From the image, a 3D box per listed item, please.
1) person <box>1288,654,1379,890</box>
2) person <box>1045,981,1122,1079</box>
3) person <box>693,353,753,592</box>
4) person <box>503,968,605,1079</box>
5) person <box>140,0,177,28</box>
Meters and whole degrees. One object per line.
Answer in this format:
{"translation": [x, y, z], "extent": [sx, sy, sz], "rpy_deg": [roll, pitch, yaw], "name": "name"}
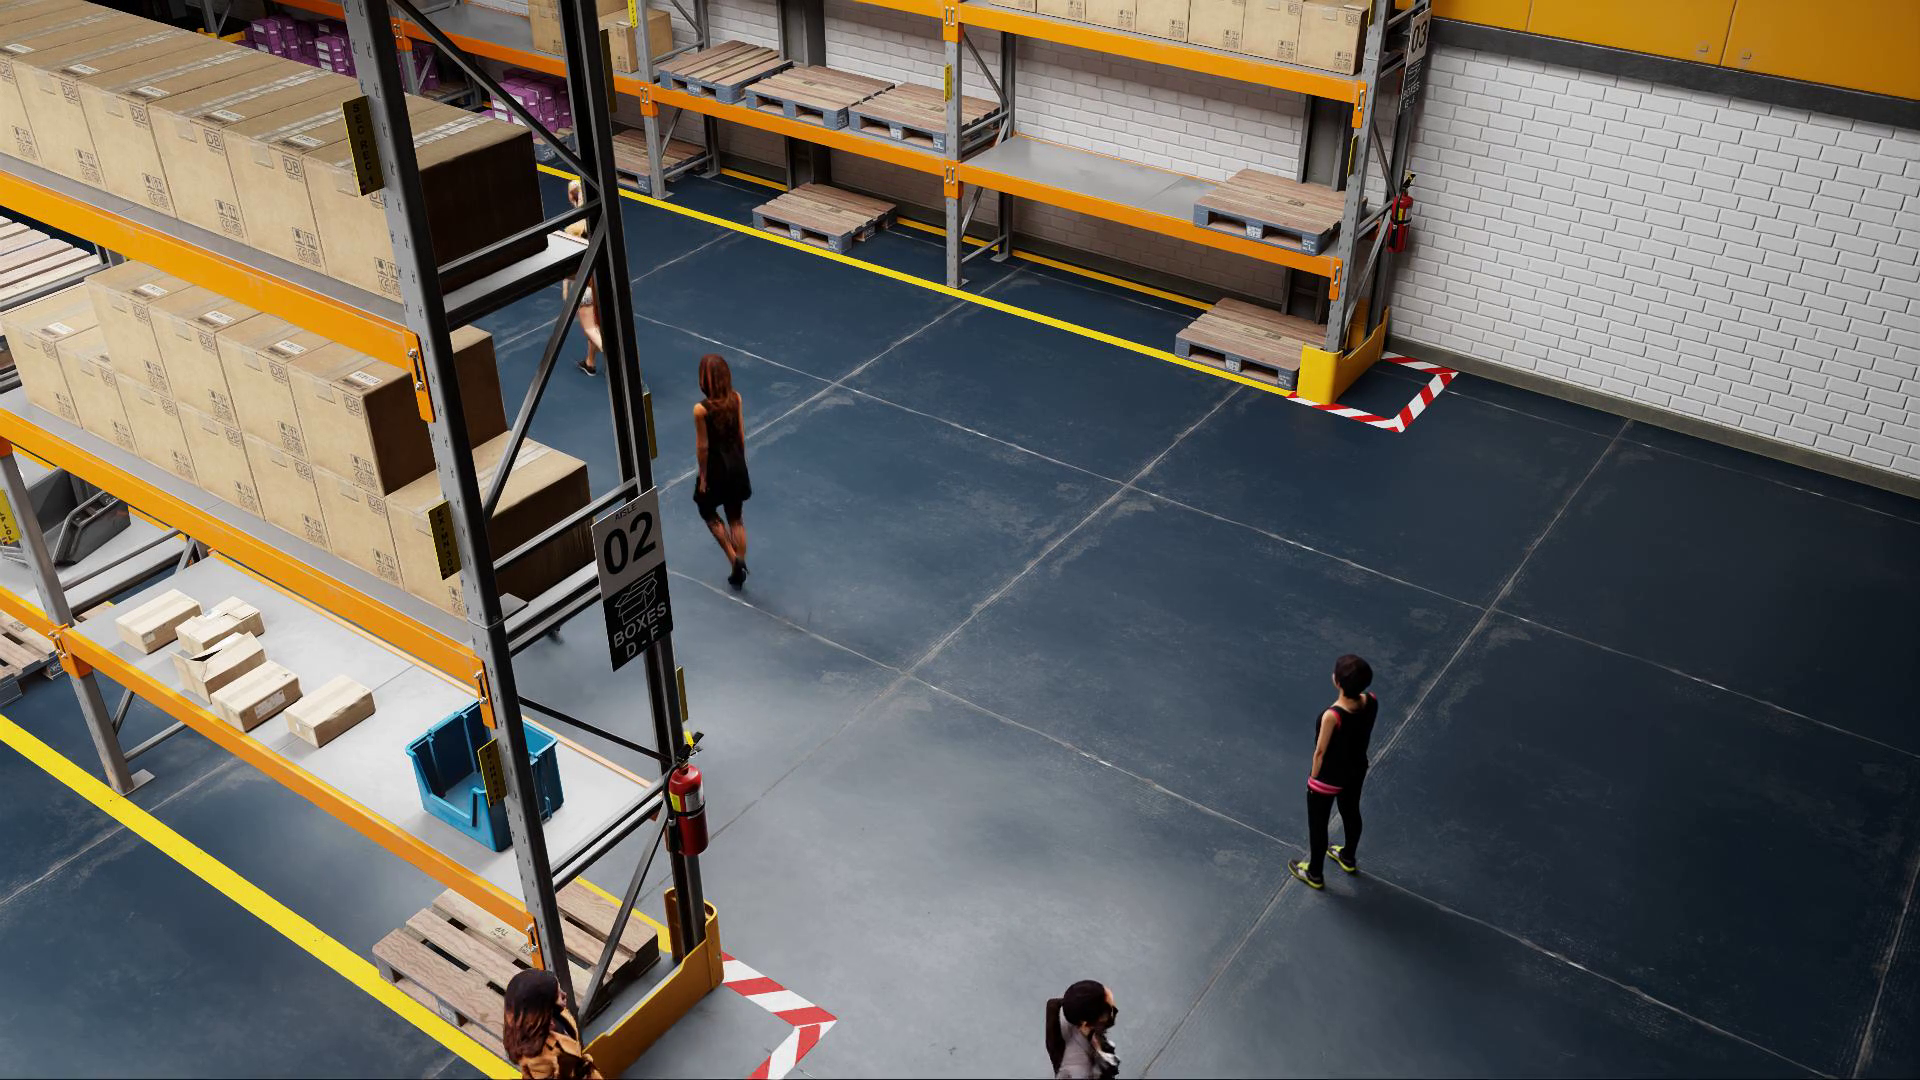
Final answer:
{"translation": [2.144, 1.294, 9.378], "extent": [0.608, 1.550, 0.620], "rpy_deg": [-18, 38, -25], "name": "person"}
{"translation": [0.432, 2.584, 7.355], "extent": [1.169, 1.641, 1.016], "rpy_deg": [0, 34, 0], "name": "person"}
{"translation": [-1.601, -0.409, 11.699], "extent": [0.644, 1.817, 0.683], "rpy_deg": [-29, 43, -36], "name": "person"}
{"translation": [-1.877, 2.569, 7.347], "extent": [1.276, 1.674, 1.233], "rpy_deg": [-5, 34, -8], "name": "person"}
{"translation": [-11.121, -7.752, 22.752], "extent": [0.740, 1.809, 0.844], "rpy_deg": [0, 34, 0], "name": "person"}
